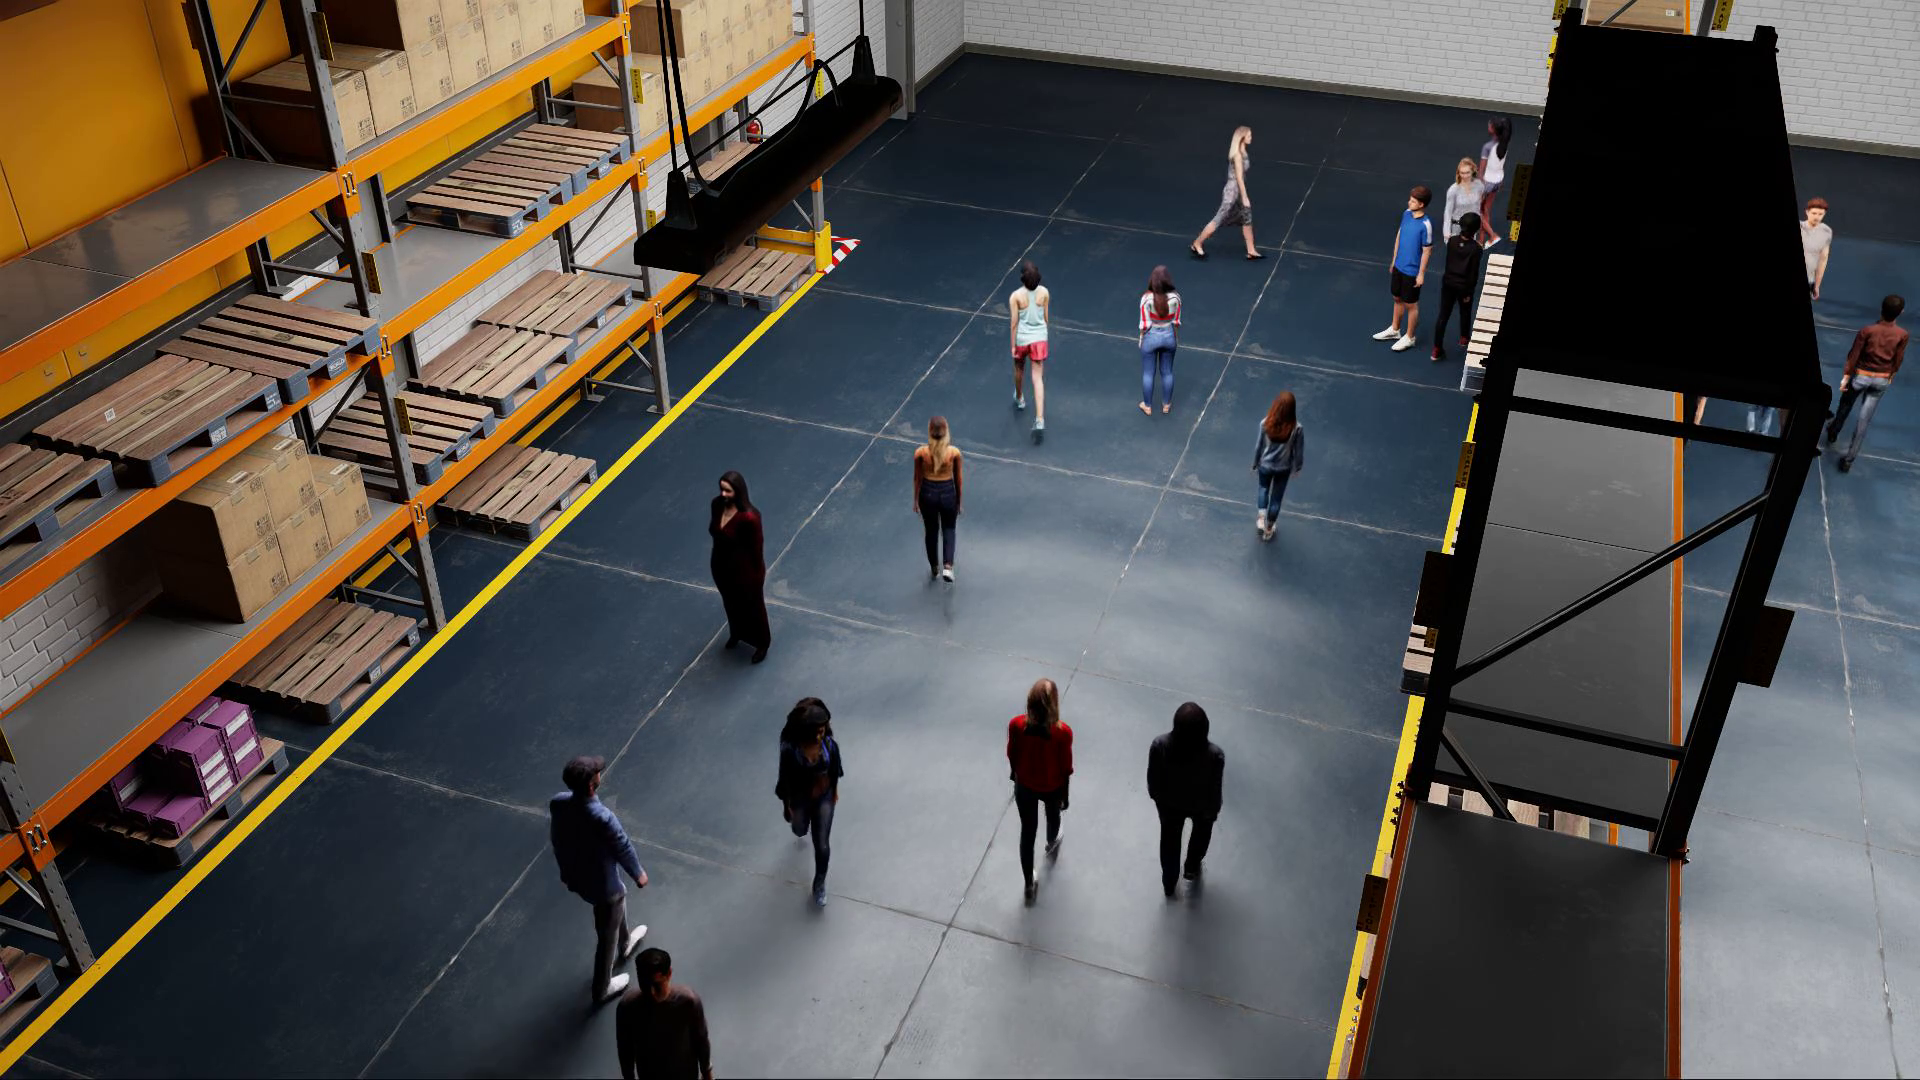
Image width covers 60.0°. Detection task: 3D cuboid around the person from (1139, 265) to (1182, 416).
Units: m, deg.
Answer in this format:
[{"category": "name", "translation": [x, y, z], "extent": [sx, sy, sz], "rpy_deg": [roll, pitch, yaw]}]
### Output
[{"category": "person", "translation": [2.020, -2.030, 16.878], "extent": [0.655, 1.612, 0.645], "rpy_deg": [-3, 34, -5]}]

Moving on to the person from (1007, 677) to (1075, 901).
[{"category": "person", "translation": [0.510, 1.719, 11.183], "extent": [0.685, 1.673, 0.968], "rpy_deg": [7, 34, 11]}]

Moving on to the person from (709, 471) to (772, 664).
[{"category": "person", "translation": [-1.772, 0.191, 13.406], "extent": [0.748, 1.757, 0.731], "rpy_deg": [24, 41, 32]}]

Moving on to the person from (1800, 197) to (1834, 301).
[{"category": "person", "translation": [8.934, -2.823, 17.835], "extent": [0.734, 1.874, 0.806], "rpy_deg": [3, 34, 5]}]

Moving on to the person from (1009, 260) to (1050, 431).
[{"category": "person", "translation": [0.727, -1.911, 16.596], "extent": [0.945, 1.728, 1.252], "rpy_deg": [-4, 34, -6]}]

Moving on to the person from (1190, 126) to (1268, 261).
[{"category": "person", "translation": [3.191, -4.127, 19.992], "extent": [0.693, 1.658, 1.105], "rpy_deg": [9, 35, 13]}]

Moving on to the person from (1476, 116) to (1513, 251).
[{"category": "person", "translation": [6.458, -4.259, 20.140], "extent": [0.845, 1.714, 0.888], "rpy_deg": [-20, 39, -27]}]

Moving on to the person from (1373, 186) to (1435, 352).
[{"category": "person", "translation": [4.903, -2.973, 18.067], "extent": [0.805, 1.867, 0.742], "rpy_deg": [-14, 36, -20]}]

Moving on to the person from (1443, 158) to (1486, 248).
[{"category": "person", "translation": [5.730, -3.562, 19.053], "extent": [0.751, 1.756, 0.771], "rpy_deg": [-11, 35, -16]}]

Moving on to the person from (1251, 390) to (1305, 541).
[{"category": "person", "translation": [2.817, -0.633, 14.907], "extent": [0.596, 1.468, 0.534], "rpy_deg": [10, 35, 14]}]

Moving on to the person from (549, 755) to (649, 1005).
[{"category": "person", "translation": [-2.312, 2.155, 10.355], "extent": [0.814, 1.863, 0.968], "rpy_deg": [24, 40, 31]}]

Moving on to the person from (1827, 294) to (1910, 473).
[{"category": "person", "translation": [8.710, -1.468, 15.912], "extent": [0.675, 1.747, 1.004], "rpy_deg": [10, 35, 15]}]

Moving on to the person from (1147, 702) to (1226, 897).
[{"category": "person", "translation": [1.508, 1.778, 11.174], "extent": [0.692, 1.584, 0.659], "rpy_deg": [9, 35, 13]}]

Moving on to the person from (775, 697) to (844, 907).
[{"category": "person", "translation": [-1.030, 1.702, 11.276], "extent": [0.937, 1.599, 1.082], "rpy_deg": [-6, 34, -10]}]

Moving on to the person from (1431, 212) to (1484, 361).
[{"category": "person", "translation": [5.296, -2.690, 17.844], "extent": [0.823, 1.642, 1.055], "rpy_deg": [26, 42, 34]}]

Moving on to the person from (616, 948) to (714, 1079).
[{"category": "person", "translation": [-1.625, 2.920, 9.280], "extent": [0.748, 1.779, 0.738], "rpy_deg": [1, 34, 2]}]

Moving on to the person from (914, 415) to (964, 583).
[{"category": "person", "translation": [-0.183, -0.294, 14.262], "extent": [0.751, 1.617, 0.884], "rpy_deg": [-2, 34, -3]}]
